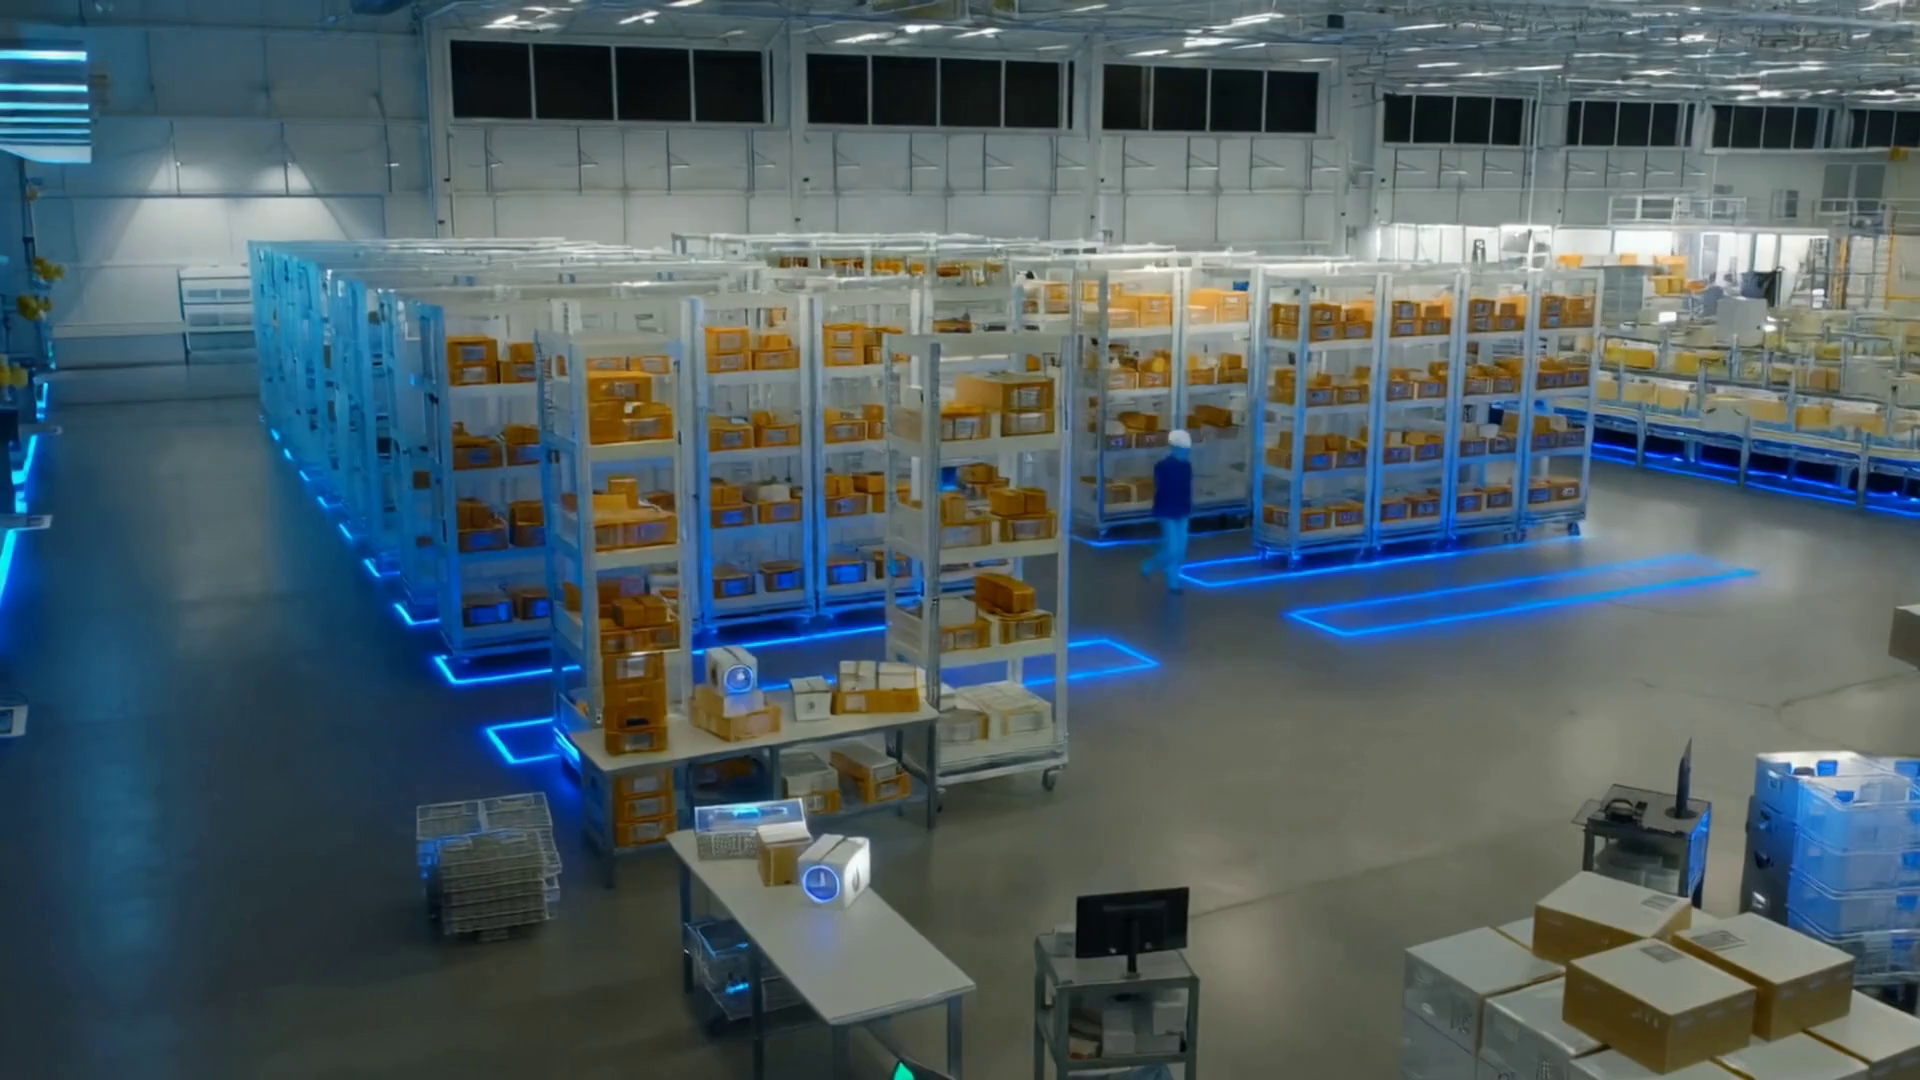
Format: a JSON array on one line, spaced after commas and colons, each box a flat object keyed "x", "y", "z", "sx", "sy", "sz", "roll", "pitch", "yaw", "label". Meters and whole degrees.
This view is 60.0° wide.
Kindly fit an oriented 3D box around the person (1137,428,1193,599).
[{"x": 2.404, "y": -0.307, "z": 19.061, "sx": 0.558, "sy": 1.981, "sz": 0.620, "roll": 11, "pitch": 16, "yaw": 42, "label": "person"}]

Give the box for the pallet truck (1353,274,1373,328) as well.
[{"x": 13.011, "y": -8.050, "z": 55.243, "sx": 0.823, "sy": 1.965, "sz": 1.885, "roll": -7, "pitch": 14, "yaw": -28, "label": "pallet truck"}]
